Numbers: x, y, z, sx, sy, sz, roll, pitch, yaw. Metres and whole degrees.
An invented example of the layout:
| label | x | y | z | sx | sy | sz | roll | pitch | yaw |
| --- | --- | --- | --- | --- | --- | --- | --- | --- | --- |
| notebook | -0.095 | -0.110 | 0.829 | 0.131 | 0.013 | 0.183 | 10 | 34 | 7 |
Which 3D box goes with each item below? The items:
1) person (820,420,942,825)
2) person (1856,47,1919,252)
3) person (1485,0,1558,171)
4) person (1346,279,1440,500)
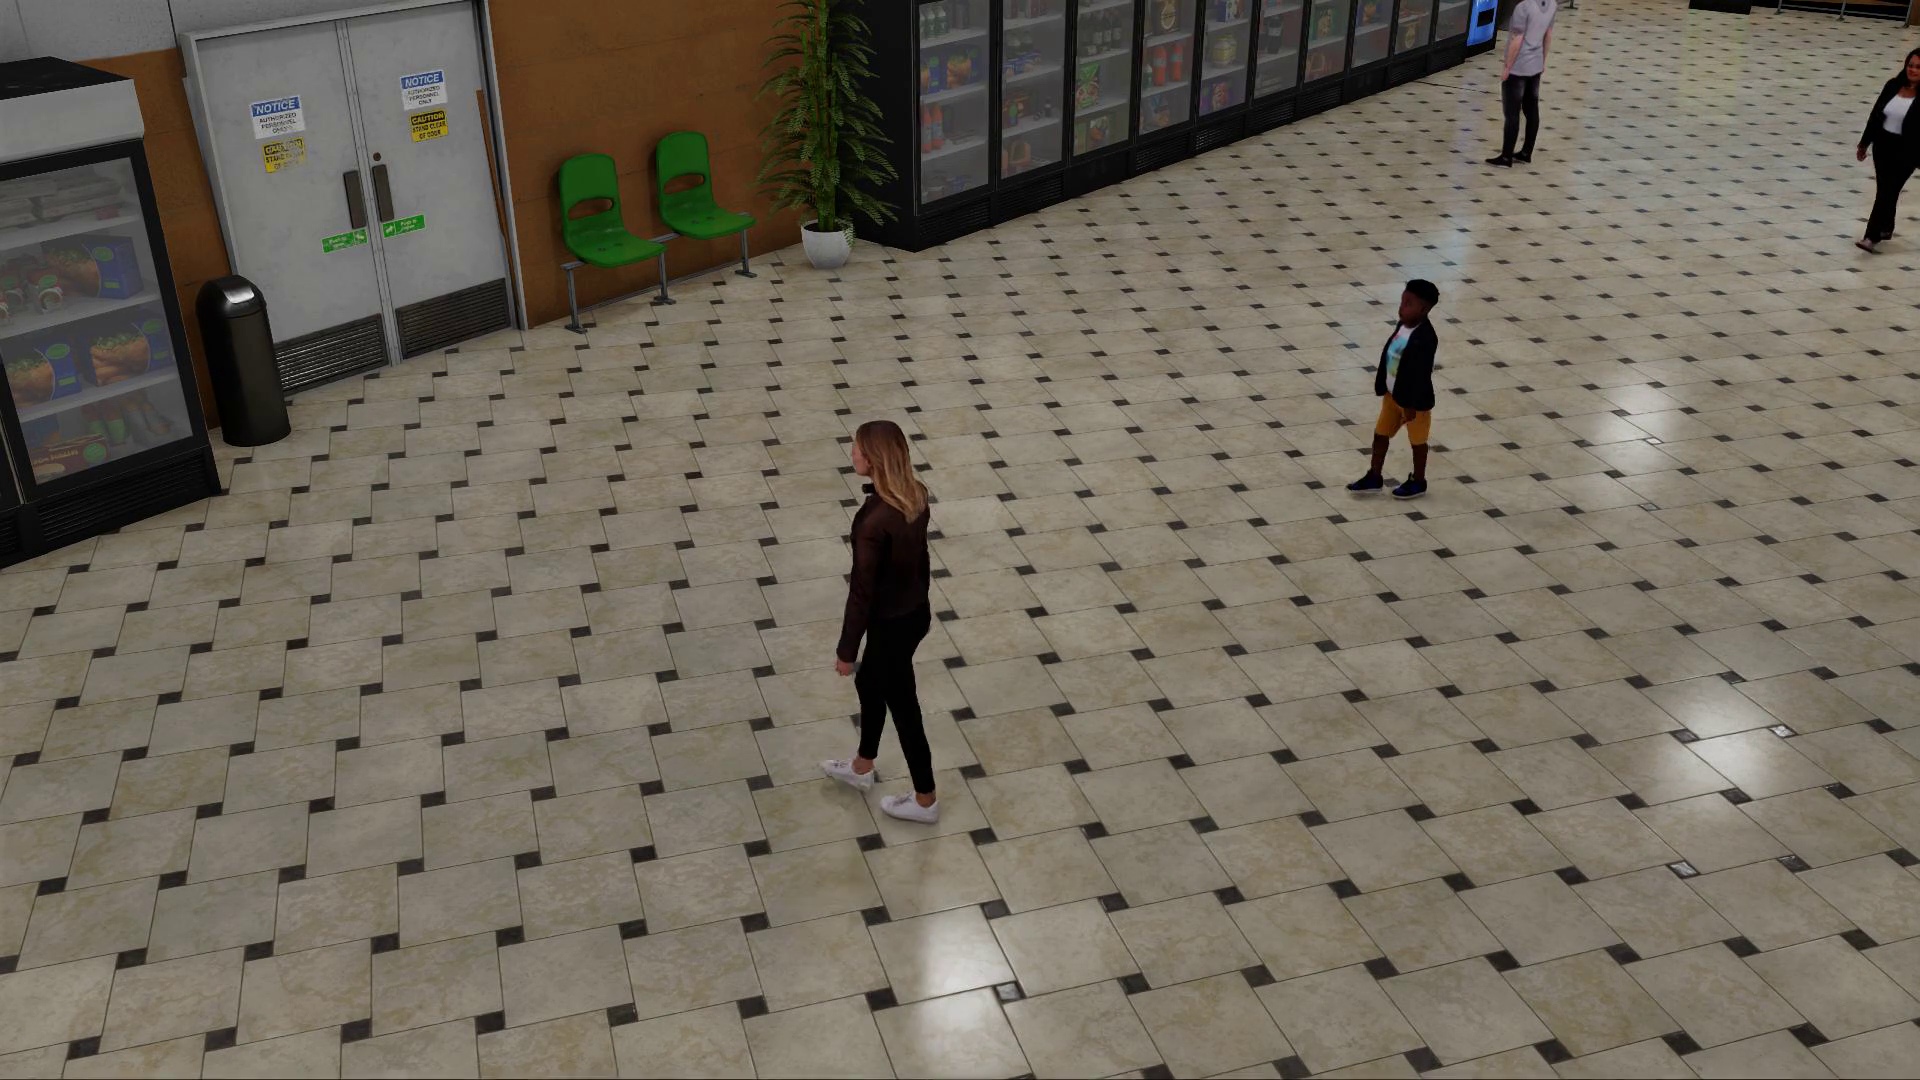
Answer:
| label | x | y | z | sx | sy | sz | roll | pitch | yaw |
| --- | --- | --- | --- | --- | --- | --- | --- | --- | --- |
| person | -0.174 | 0.358 | 6.290 | 0.901 | 1.689 | 0.780 | 10 | 28 | 18 |
| person | 7.520 | -3.115 | 13.257 | 0.864 | 1.582 | 0.984 | -16 | 31 | -28 |
| person | 5.268 | -4.417 | 15.541 | 0.743 | 1.837 | 0.700 | -15 | 31 | -28 |
| person | 2.516 | -0.815 | 9.081 | 0.728 | 1.256 | 0.704 | -11 | 29 | -21 |
